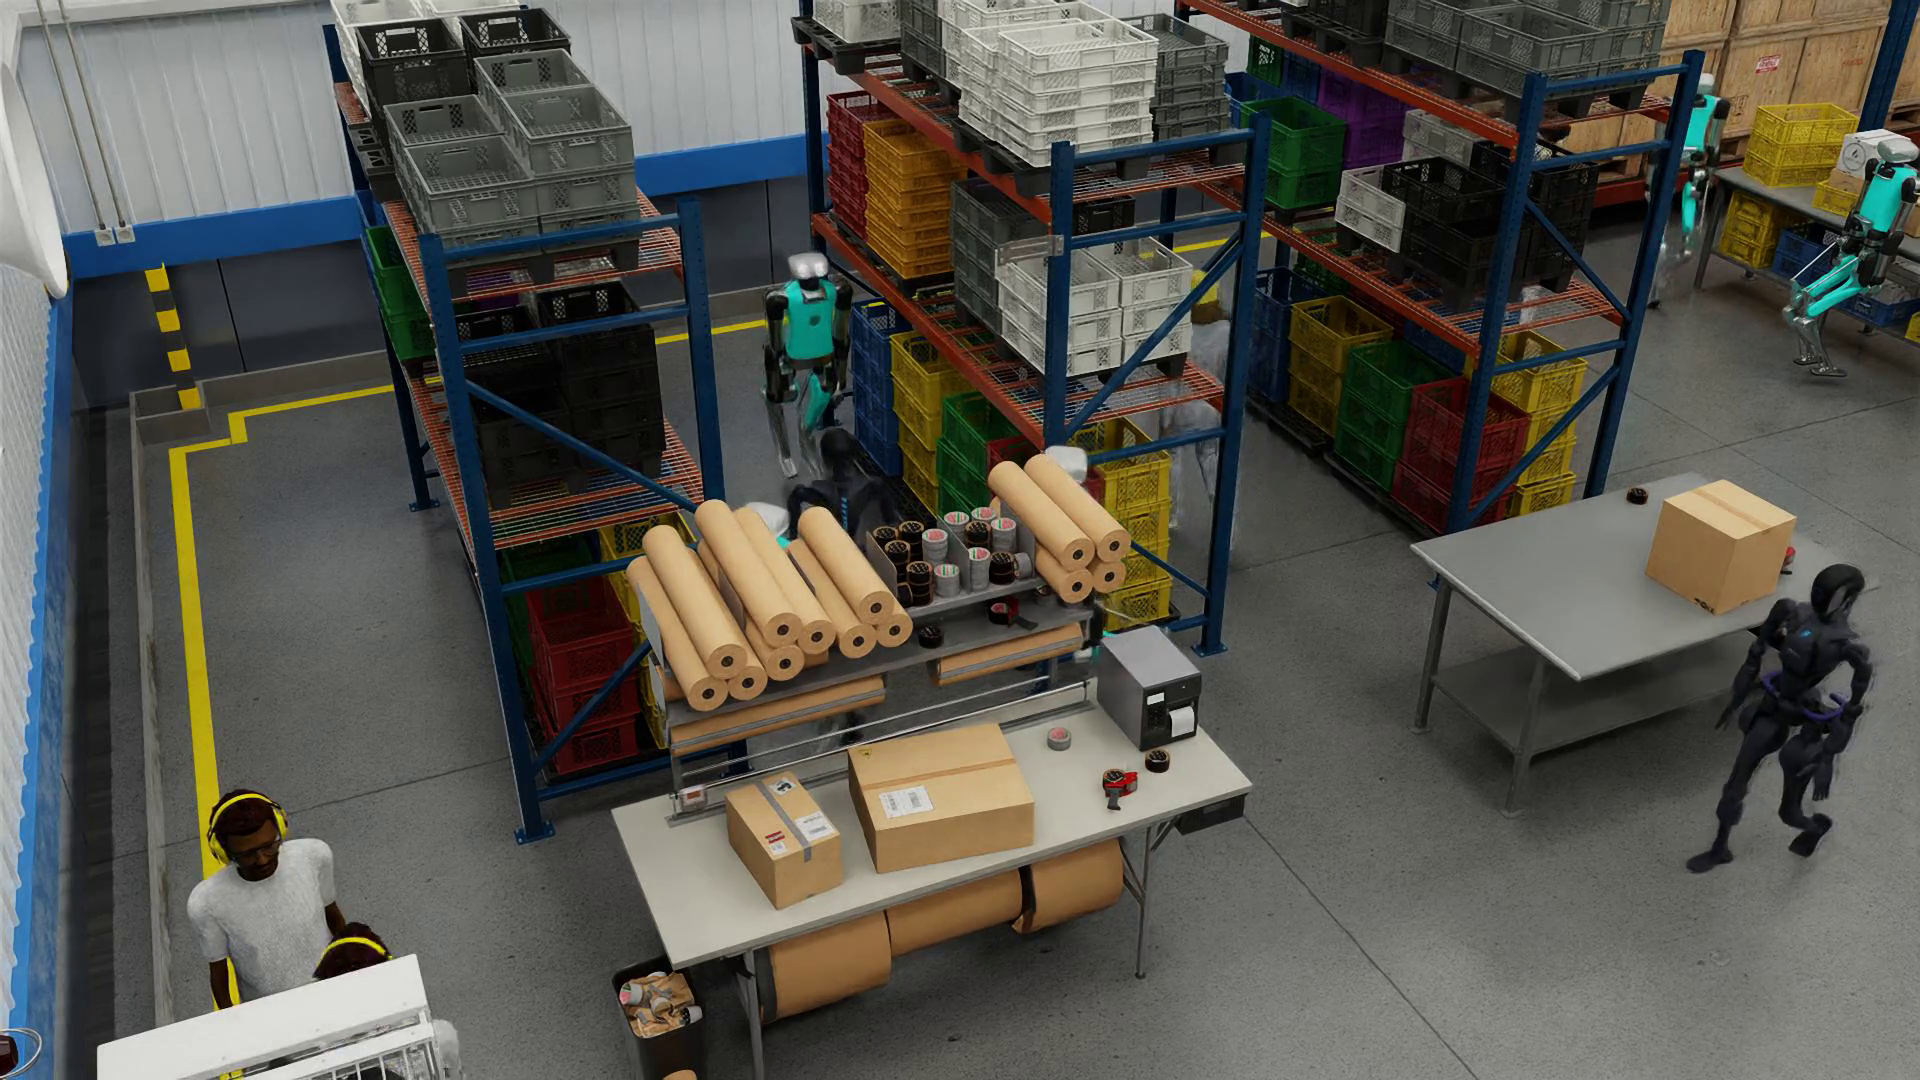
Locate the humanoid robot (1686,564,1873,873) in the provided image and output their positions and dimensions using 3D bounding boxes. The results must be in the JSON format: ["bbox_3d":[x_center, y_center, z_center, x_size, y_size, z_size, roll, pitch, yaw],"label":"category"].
[{"bbox_3d":[3.714,0.800,7.363,0.681,1.648,0.600,-15,35,-23],"label":"humanoid robot"}]

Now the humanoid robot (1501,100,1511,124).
[{"bbox_3d":[4.306,-2.714,13.073,0.796,1.614,0.616,-8,32,-12],"label":"humanoid robot"}]

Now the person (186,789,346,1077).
[{"bbox_3d":[-2.313,1.624,5.805,0.507,1.872,0.328,-27,41,-36],"label":"person"}]

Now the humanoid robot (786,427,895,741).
[{"bbox_3d":[-0.597,0.200,8.341,0.601,1.639,0.680,-7,32,-11],"label":"humanoid robot"}]

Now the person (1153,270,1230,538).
[{"bbox_3d":[1.399,-0.762,9.811,0.491,1.714,0.674,-9,33,-15],"label":"person"}]

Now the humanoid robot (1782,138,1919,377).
[{"bbox_3d":[6.130,-1.956,11.619,0.735,1.677,0.533,-4,32,-6],"label":"humanoid robot"}]

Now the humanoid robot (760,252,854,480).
[{"bbox_3d":[-0.995,-1.027,10.250,0.549,1.724,1.054,-13,34,-20],"label":"humanoid robot"}]

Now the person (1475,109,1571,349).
[{"bbox_3d":[4.198,-2.393,12.411,0.783,1.806,0.673,20,37,29],"label":"person"}]

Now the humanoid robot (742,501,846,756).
[{"bbox_3d":[-0.726,0.457,7.833,0.558,1.726,0.942,11,33,17],"label":"humanoid robot"}]

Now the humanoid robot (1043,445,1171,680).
[{"bbox_3d":[0.687,0.340,8.020,0.923,1.763,0.531,-4,32,-7],"label":"humanoid robot"}]

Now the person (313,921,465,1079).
[{"bbox_3d":[-1.719,1.992,5.231,0.549,1.845,0.616,-3,32,-5],"label":"person"}]

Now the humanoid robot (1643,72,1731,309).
[{"bbox_3d":[5.597,-2.638,12.936,0.543,1.851,0.841,8,32,12],"label":"humanoid robot"}]
